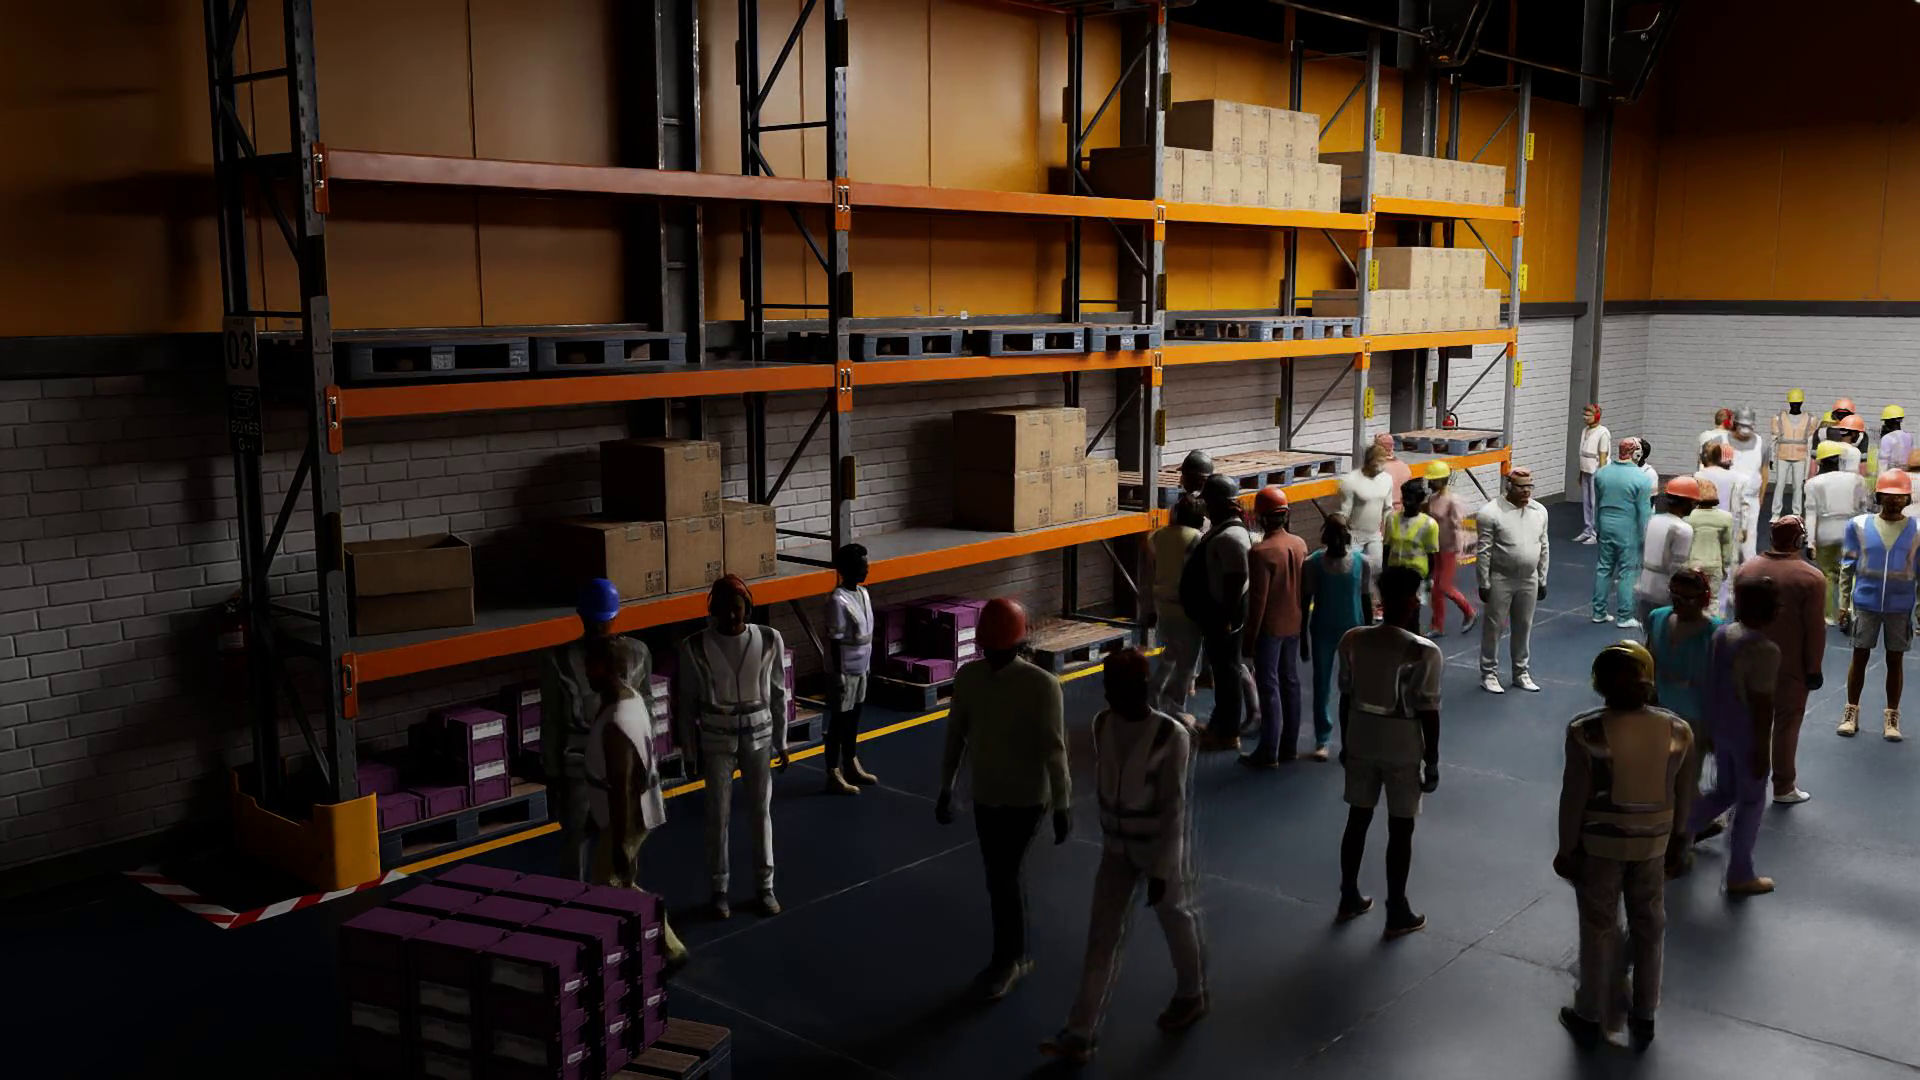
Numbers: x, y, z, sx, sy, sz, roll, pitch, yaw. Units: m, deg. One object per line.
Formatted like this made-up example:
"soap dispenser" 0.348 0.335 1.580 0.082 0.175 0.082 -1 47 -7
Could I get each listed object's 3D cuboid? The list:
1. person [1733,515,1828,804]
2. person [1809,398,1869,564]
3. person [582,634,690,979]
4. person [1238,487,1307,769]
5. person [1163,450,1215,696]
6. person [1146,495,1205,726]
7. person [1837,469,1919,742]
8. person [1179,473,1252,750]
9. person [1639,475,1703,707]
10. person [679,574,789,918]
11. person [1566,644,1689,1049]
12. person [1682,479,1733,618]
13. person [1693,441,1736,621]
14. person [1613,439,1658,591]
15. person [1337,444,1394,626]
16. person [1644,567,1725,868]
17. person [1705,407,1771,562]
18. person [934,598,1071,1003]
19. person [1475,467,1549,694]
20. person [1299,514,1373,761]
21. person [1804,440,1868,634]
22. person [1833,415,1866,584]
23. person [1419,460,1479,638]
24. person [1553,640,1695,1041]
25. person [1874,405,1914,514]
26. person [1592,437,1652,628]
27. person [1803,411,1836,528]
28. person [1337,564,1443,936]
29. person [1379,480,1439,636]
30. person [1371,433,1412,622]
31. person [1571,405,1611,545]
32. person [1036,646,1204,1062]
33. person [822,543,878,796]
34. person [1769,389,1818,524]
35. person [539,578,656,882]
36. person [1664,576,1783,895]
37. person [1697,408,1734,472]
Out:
"person" 5.440 0.779 11.037 0.395 1.901 0.642 -5 10 -27
"person" 10.595 -0.691 20.091 0.611 2.030 0.410 5 10 28
"person" -1.589 1.335 7.803 0.610 1.821 0.595 -2 9 -12
"person" 2.202 0.617 11.756 0.612 1.991 0.392 -8 12 -44
"person" 1.931 0.264 13.874 0.688 2.000 0.539 -8 12 -43
"person" 1.712 0.554 12.752 0.439 1.818 0.635 -8 12 -41
"person" 6.908 0.482 12.445 0.612 2.048 0.363 5 10 30
"person" 1.879 0.515 12.256 0.535 2.000 0.687 1 9 4
"person" 5.570 0.438 13.191 0.572 1.915 0.543 -2 9 -13
"person" -1.217 1.107 8.975 0.584 1.879 0.369 -3 9 -17
"person" 3.005 1.355 7.538 0.563 1.834 0.504 1 9 8
"person" 6.787 0.258 15.220 0.499 1.633 0.289 1 9 9
"person" 7.589 -0.101 16.951 0.547 1.815 0.685 -2 9 -14
"person" 7.547 -0.286 18.526 0.319 1.695 0.539 -1 9 -7
"person" 3.889 0.004 16.068 0.645 1.884 0.700 -4 10 -26
"person" 4.308 1.028 9.706 0.645 1.812 0.598 -4 10 -24
"person" 8.955 -0.556 19.164 0.701 2.000 0.807 3 9 18
"person" 0.176 1.229 7.918 0.696 1.951 0.627 8 12 40
"person" 4.616 0.335 13.878 0.644 1.900 0.399 -2 9 -12
"person" 2.664 0.701 11.807 0.542 1.815 0.457 1 9 9
"person" 8.617 -0.031 16.302 0.635 1.885 0.829 1 9 6
"person" 10.066 -0.461 18.939 0.388 1.926 0.549 -1 9 -4
"person" 4.680 0.096 15.932 0.568 1.738 0.560 -3 9 -17
"person" 2.973 1.354 7.508 0.588 1.834 0.403 0 9 -2
"person" 11.502 -0.709 20.566 0.592 1.915 0.392 -6 10 -32
"person" 6.596 -0.075 16.531 0.399 1.900 0.645 -5 10 -31
"person" 11.409 -0.834 21.953 0.492 1.731 0.324 3 9 20
"person" 2.263 1.095 8.795 0.380 1.958 0.611 -8 12 -43
"person" 3.993 0.298 14.780 0.550 1.681 0.406 9 12 44
"person" 4.262 -0.131 16.863 0.651 1.904 0.403 -6 11 -35
"person" 8.290 -0.853 21.741 0.384 1.836 0.563 -1 9 -6
"person" 0.782 1.375 7.395 0.586 1.832 1.029 9 12 44
"person" -0.746 0.856 11.190 0.319 1.694 0.535 3 9 21
"person" 11.759 -1.173 23.508 0.595 1.924 0.374 4 10 25
"person" -1.835 1.144 8.504 0.609 1.943 0.402 -5 10 -31
"person" 4.244 1.095 9.207 0.634 1.822 0.542 -2 9 -12
"person" 9.611 -0.755 21.124 0.412 1.842 0.573 -4 10 -22
